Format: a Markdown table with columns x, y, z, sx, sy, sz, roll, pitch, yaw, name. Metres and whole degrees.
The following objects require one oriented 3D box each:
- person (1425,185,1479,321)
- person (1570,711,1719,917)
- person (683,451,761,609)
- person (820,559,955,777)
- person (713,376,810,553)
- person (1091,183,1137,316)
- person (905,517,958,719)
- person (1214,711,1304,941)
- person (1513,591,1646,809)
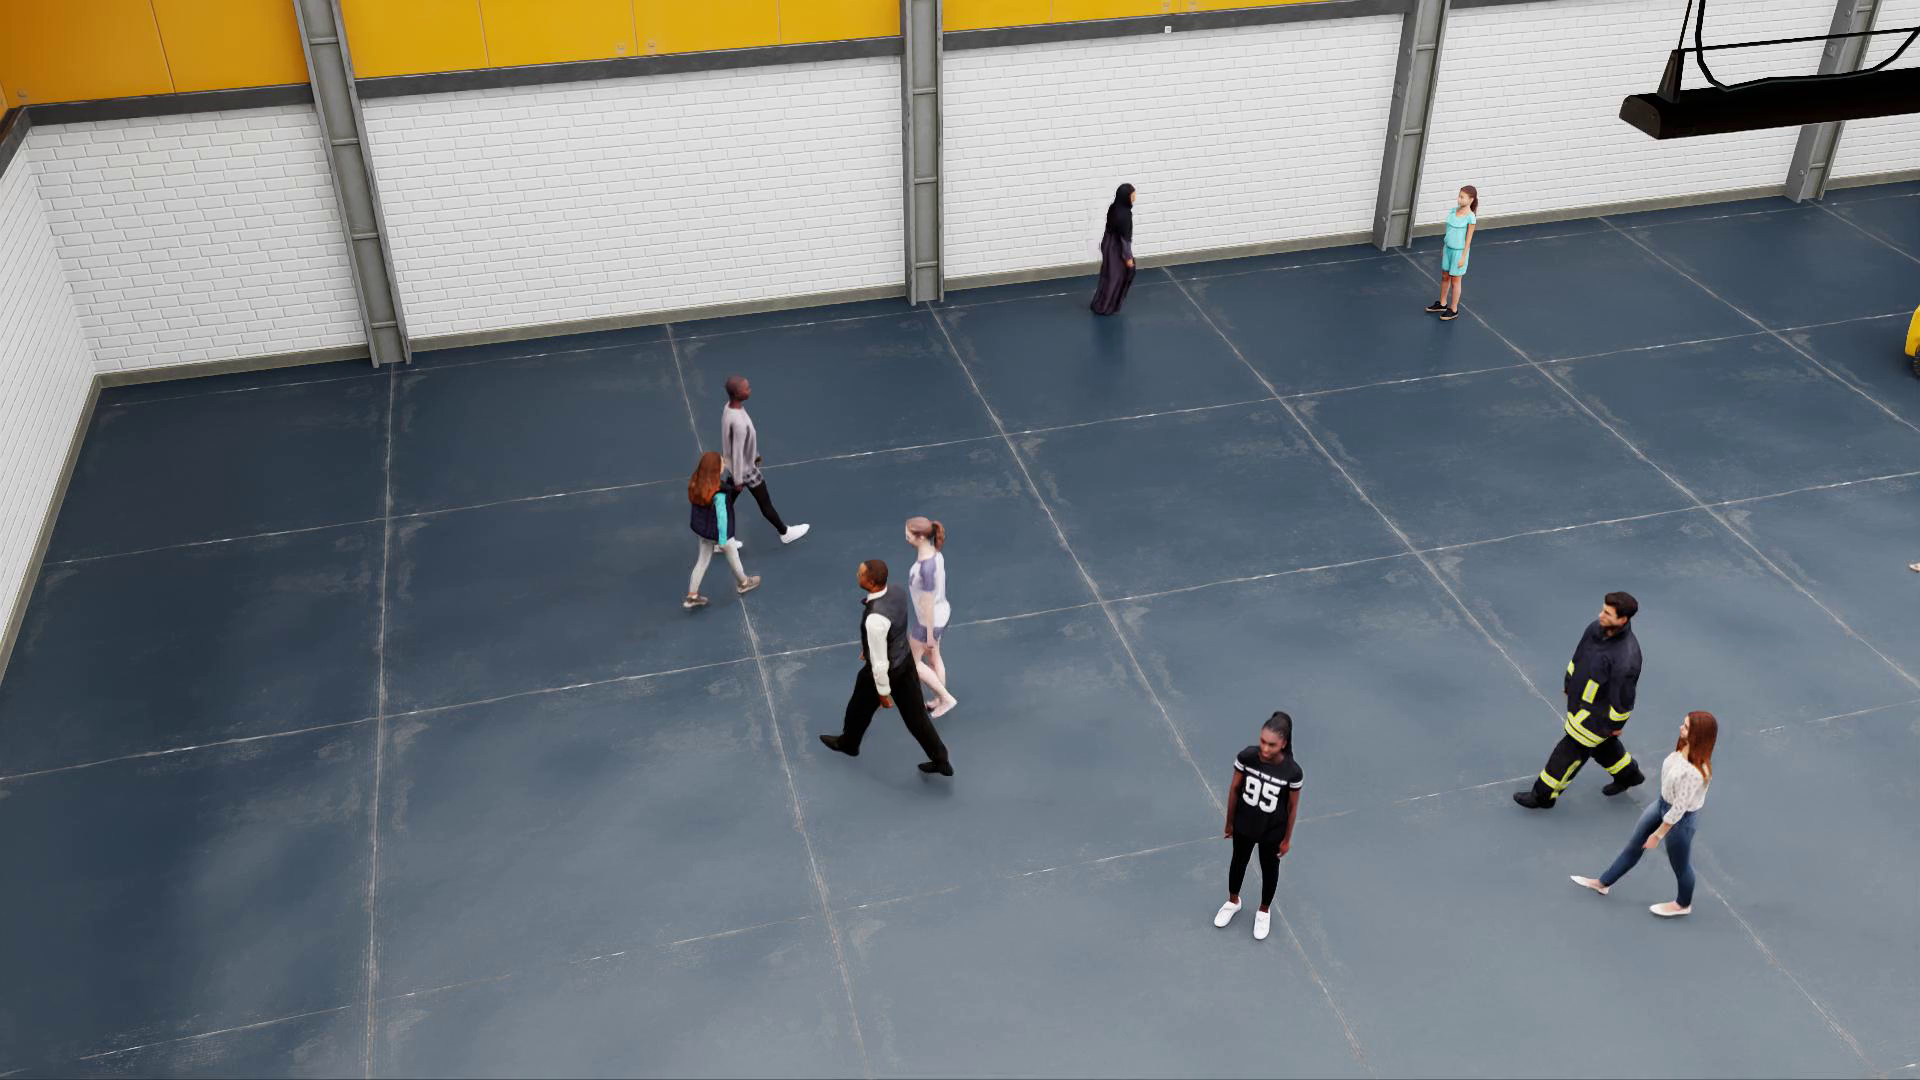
| x | y | z | sx | sy | sz | roll | pitch | yaw | name |
| --- | --- | --- | --- | --- | --- | --- | --- | --- | --- |
| 5.578 | -3.248 | 18.691 | 0.590 | 1.558 | 0.582 | -14 | 36 | -20 | person |
| 4.782 | 1.841 | 10.909 | 1.109 | 1.698 | 0.878 | 5 | 34 | 7 | person |
| -2.132 | -0.068 | 13.989 | 1.054 | 1.467 | 0.855 | -26 | 41 | -33 | person |
| -0.430 | 0.972 | 12.067 | 1.380 | 1.863 | 1.271 | 16 | 37 | 22 | person |
| -2.019 | -0.620 | 14.576 | 1.111 | 1.736 | 0.652 | -10 | 35 | -14 | person |
| 1.716 | -3.288 | 18.703 | 0.783 | 1.612 | 0.747 | -11 | 35 | -16 | person |
| -0.141 | 0.612 | 12.715 | 0.767 | 1.744 | 0.733 | 3 | 34 | 4 | person |
| 1.960 | 1.859 | 10.853 | 0.708 | 1.729 | 0.779 | 15 | 36 | 21 | person |
| 4.594 | 1.148 | 11.775 | 1.290 | 1.893 | 0.970 | -1 | 34 | -1 | person |
